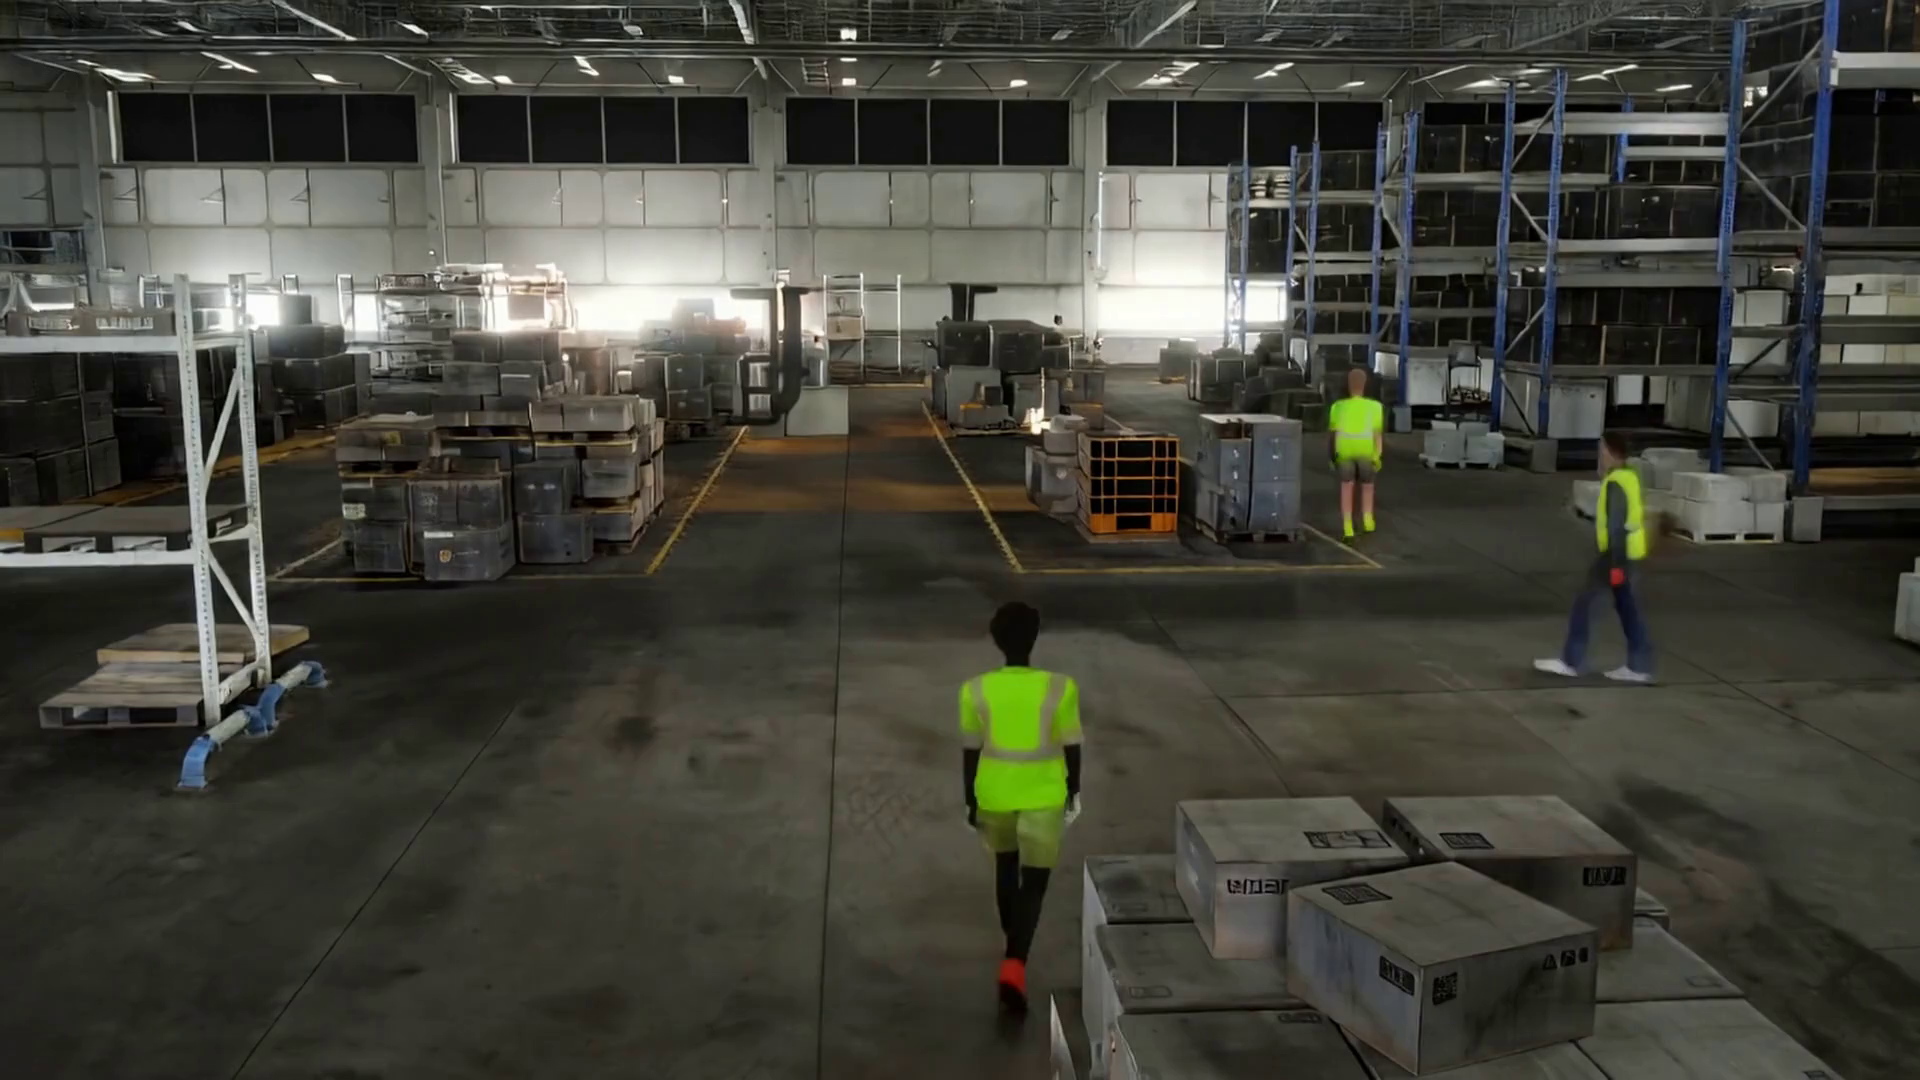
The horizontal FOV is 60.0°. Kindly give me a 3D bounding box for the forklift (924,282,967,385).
[{"bbox_3d":[-0.020,-5.569,44.998,1.873,2.768,1.129,-1,9,-4],"label":"forklift"}]

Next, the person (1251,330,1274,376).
[{"bbox_3d":[6.211,-3.399,34.459,0.431,1.891,0.676,-4,10,-23],"label":"person"}]

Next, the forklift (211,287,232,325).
[{"bbox_3d":[-16.809,-4.456,38.011,1.873,2.768,1.129,-5,11,-30],"label":"forklift"}]

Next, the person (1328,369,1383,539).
[{"bbox_3d":[4.597,-1.008,19.268,0.638,1.941,0.774,4,10,22],"label":"person"}]

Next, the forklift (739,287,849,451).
[{"bbox_3d":[-2.857,-2.959,28.607,1.873,2.768,1.129,-1,9,-4],"label":"forklift"}]

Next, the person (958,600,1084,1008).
[{"bbox_3d":[0.236,1.086,7.014,0.519,1.660,0.843,3,9,17],"label":"person"}]

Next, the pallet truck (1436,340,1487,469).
[{"bbox_3d":[8.004,-2.170,26.422,0.823,1.965,1.885,2,9,14],"label":"pallet truck"}]

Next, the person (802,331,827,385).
[{"bbox_3d":[-2.762,-2.838,30.621,0.623,1.993,0.384,-1,9,-4],"label":"person"}]

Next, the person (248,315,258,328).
[{"bbox_3d":[-20.024,-5.426,47.182,0.598,1.894,0.726,1,9,7],"label":"person"}]

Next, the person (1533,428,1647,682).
[{"bbox_3d":[4.761,0.108,12.446,0.899,1.880,0.629,5,10,30],"label":"person"}]

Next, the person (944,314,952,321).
[{"bbox_3d":[-0.387,-5.470,47.382,0.444,1.920,0.649,1,9,6],"label":"person"}]
